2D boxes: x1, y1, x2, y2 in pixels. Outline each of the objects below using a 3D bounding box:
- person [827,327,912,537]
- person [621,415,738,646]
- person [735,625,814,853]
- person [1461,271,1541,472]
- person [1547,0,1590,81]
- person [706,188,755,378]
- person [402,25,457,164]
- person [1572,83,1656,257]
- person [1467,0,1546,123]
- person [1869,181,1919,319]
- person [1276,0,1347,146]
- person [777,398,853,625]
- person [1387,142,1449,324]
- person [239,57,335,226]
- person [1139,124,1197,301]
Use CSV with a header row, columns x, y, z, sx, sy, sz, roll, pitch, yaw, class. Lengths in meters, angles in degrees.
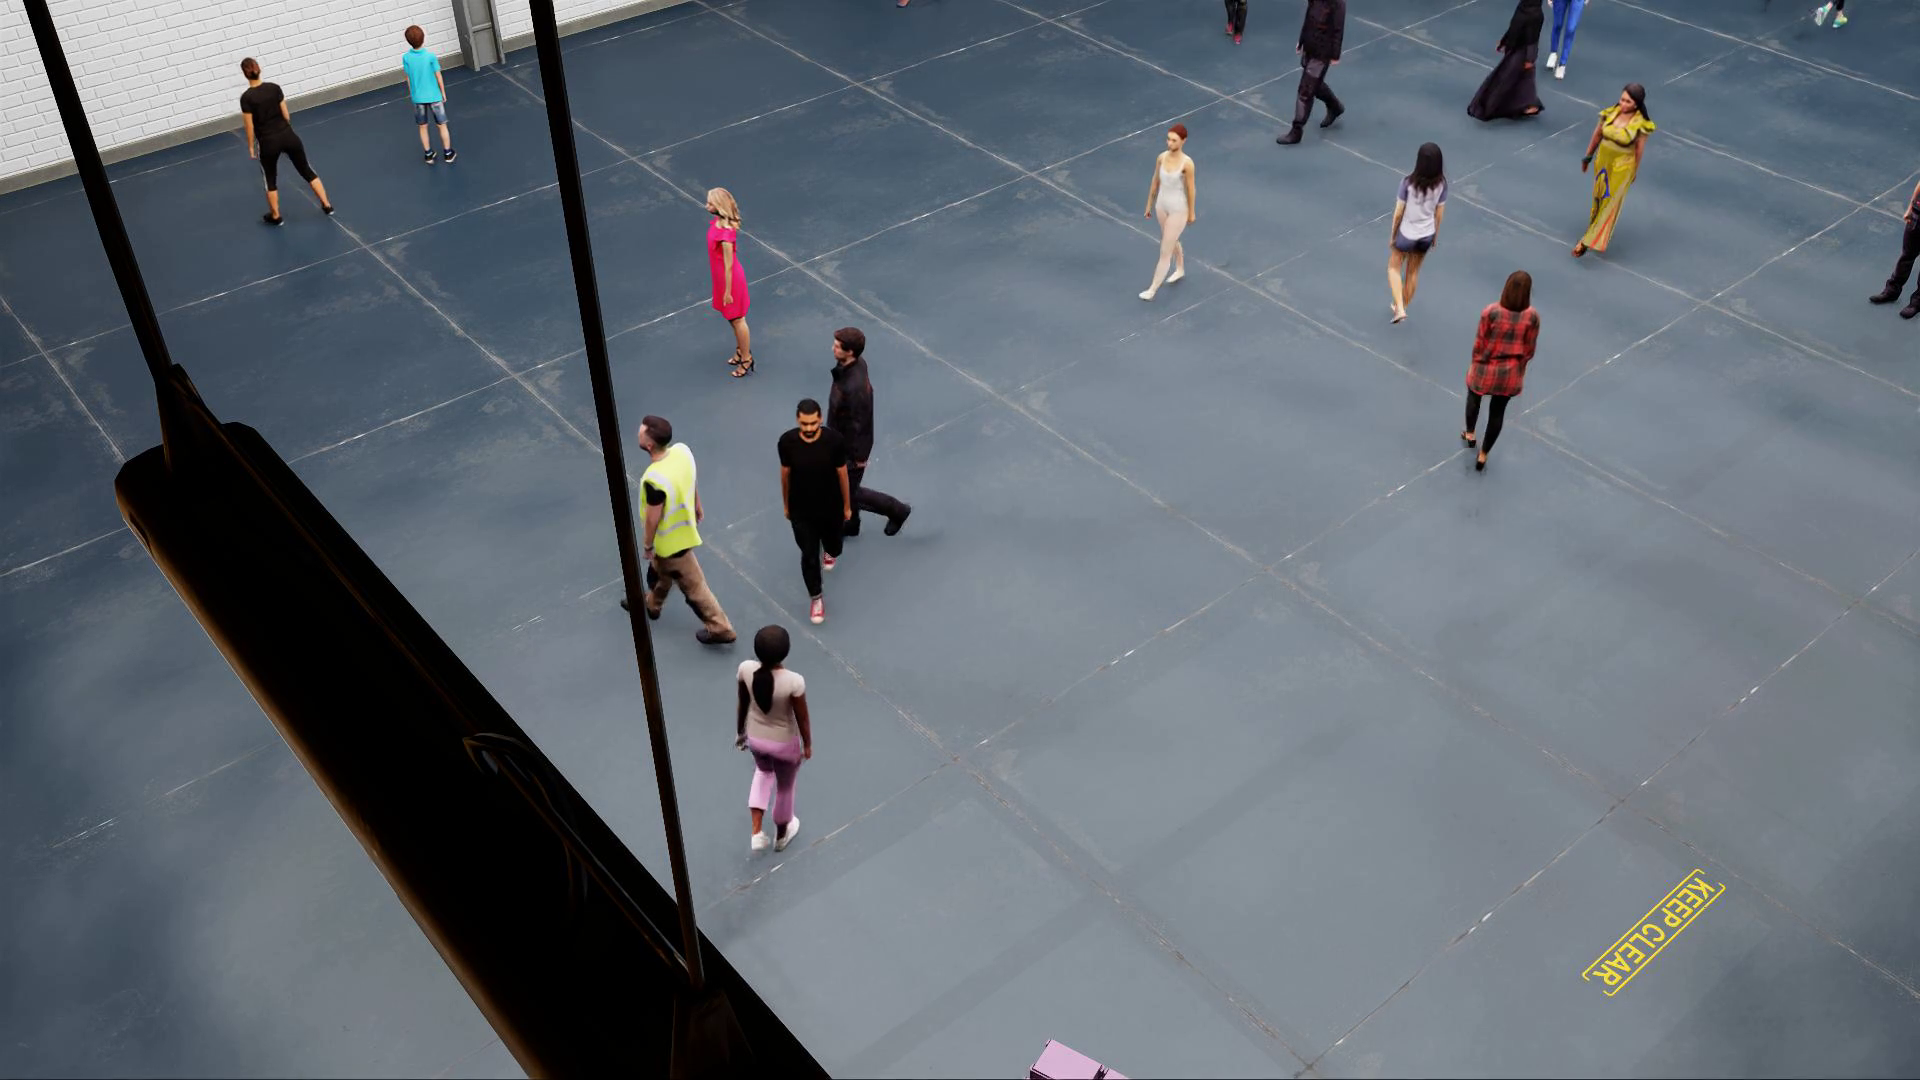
x,y,z,sx,sy,sz,roll,pitch,yaw,class
-0.704,-0.740,12.062,1.064,1.824,0.967,-6,39,-7,person
-1.872,-0.021,11.177,1.171,1.805,1.224,11,40,14,person
-1.124,1.222,9.681,0.769,1.730,0.835,10,40,12,person
4.150,-1.269,12.834,0.815,1.688,0.878,7,39,9,person
6.957,-6.216,18.995,0.926,1.730,1.095,15,41,18,person
-1.918,-2.179,13.947,0.679,1.720,0.657,-7,39,-9,person
-5.530,-4.616,17.217,0.563,1.448,0.652,-5,39,-6,person
6.223,-3.550,15.756,0.781,1.605,1.250,32,48,33,person
6.115,-5.275,17.914,1.173,1.608,1.055,0,39,0,person
8.627,-2.859,14.696,0.639,1.848,0.698,-20,43,-23,person
3.819,-5.131,17.516,1.274,1.879,0.929,-14,41,-17,person
-0.987,-0.284,11.558,1.027,1.740,1.022,-2,39,-3,person
3.979,-2.601,14.477,0.840,1.719,0.886,0,39,0,person
-6.648,-3.847,16.094,0.586,1.647,0.828,-27,46,-30,person
1.969,-3.003,15.070,0.641,1.606,1.029,31,48,33,person
